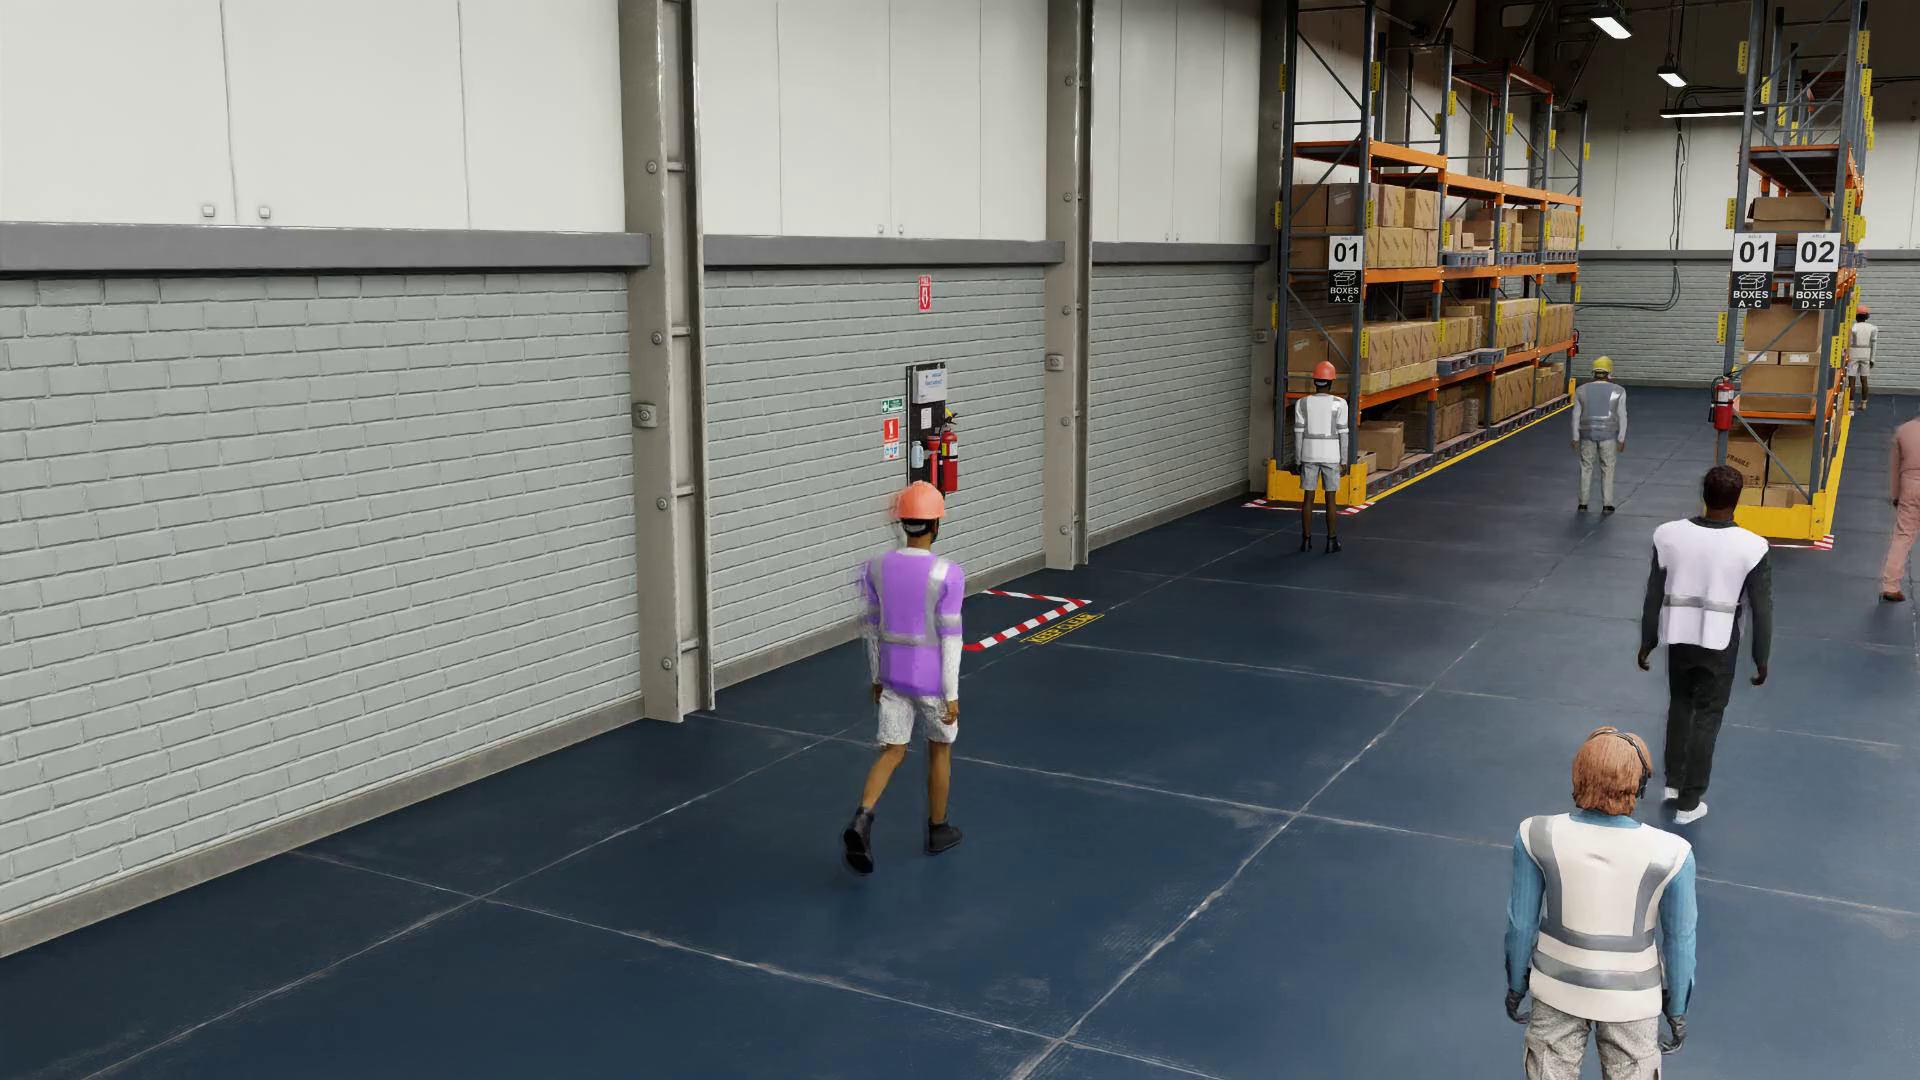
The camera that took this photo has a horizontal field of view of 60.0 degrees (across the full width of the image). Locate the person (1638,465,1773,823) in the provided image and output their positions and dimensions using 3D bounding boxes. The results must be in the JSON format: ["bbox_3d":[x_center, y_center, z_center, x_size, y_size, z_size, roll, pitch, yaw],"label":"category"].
[{"bbox_3d":[3.984,0.545,8.844,0.637,1.898,0.563,9,13,42],"label":"person"}]

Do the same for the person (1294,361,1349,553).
[{"bbox_3d":[3.650,-0.833,16.816,0.542,1.939,0.361,4,10,22],"label":"person"}]

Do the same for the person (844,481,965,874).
[{"bbox_3d":[-0.260,0.675,8.097,0.550,1.910,0.825,5,11,28],"label":"person"}]

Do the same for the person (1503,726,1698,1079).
[{"bbox_3d":[1.859,1.357,4.870,0.523,1.638,0.310,4,11,24],"label":"person"}]

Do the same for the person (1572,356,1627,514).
[{"bbox_3d":[7.459,-1.223,19.409,0.600,1.829,0.404,5,11,27],"label":"person"}]

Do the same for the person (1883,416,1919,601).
[{"bbox_3d":[8.400,-0.387,14.453,0.989,1.857,0.663,-7,12,-35],"label":"person"}]

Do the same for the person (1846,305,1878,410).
[{"bbox_3d":[17.477,-3.542,32.372,0.615,2.040,0.391,0,10,2],"label":"person"}]
